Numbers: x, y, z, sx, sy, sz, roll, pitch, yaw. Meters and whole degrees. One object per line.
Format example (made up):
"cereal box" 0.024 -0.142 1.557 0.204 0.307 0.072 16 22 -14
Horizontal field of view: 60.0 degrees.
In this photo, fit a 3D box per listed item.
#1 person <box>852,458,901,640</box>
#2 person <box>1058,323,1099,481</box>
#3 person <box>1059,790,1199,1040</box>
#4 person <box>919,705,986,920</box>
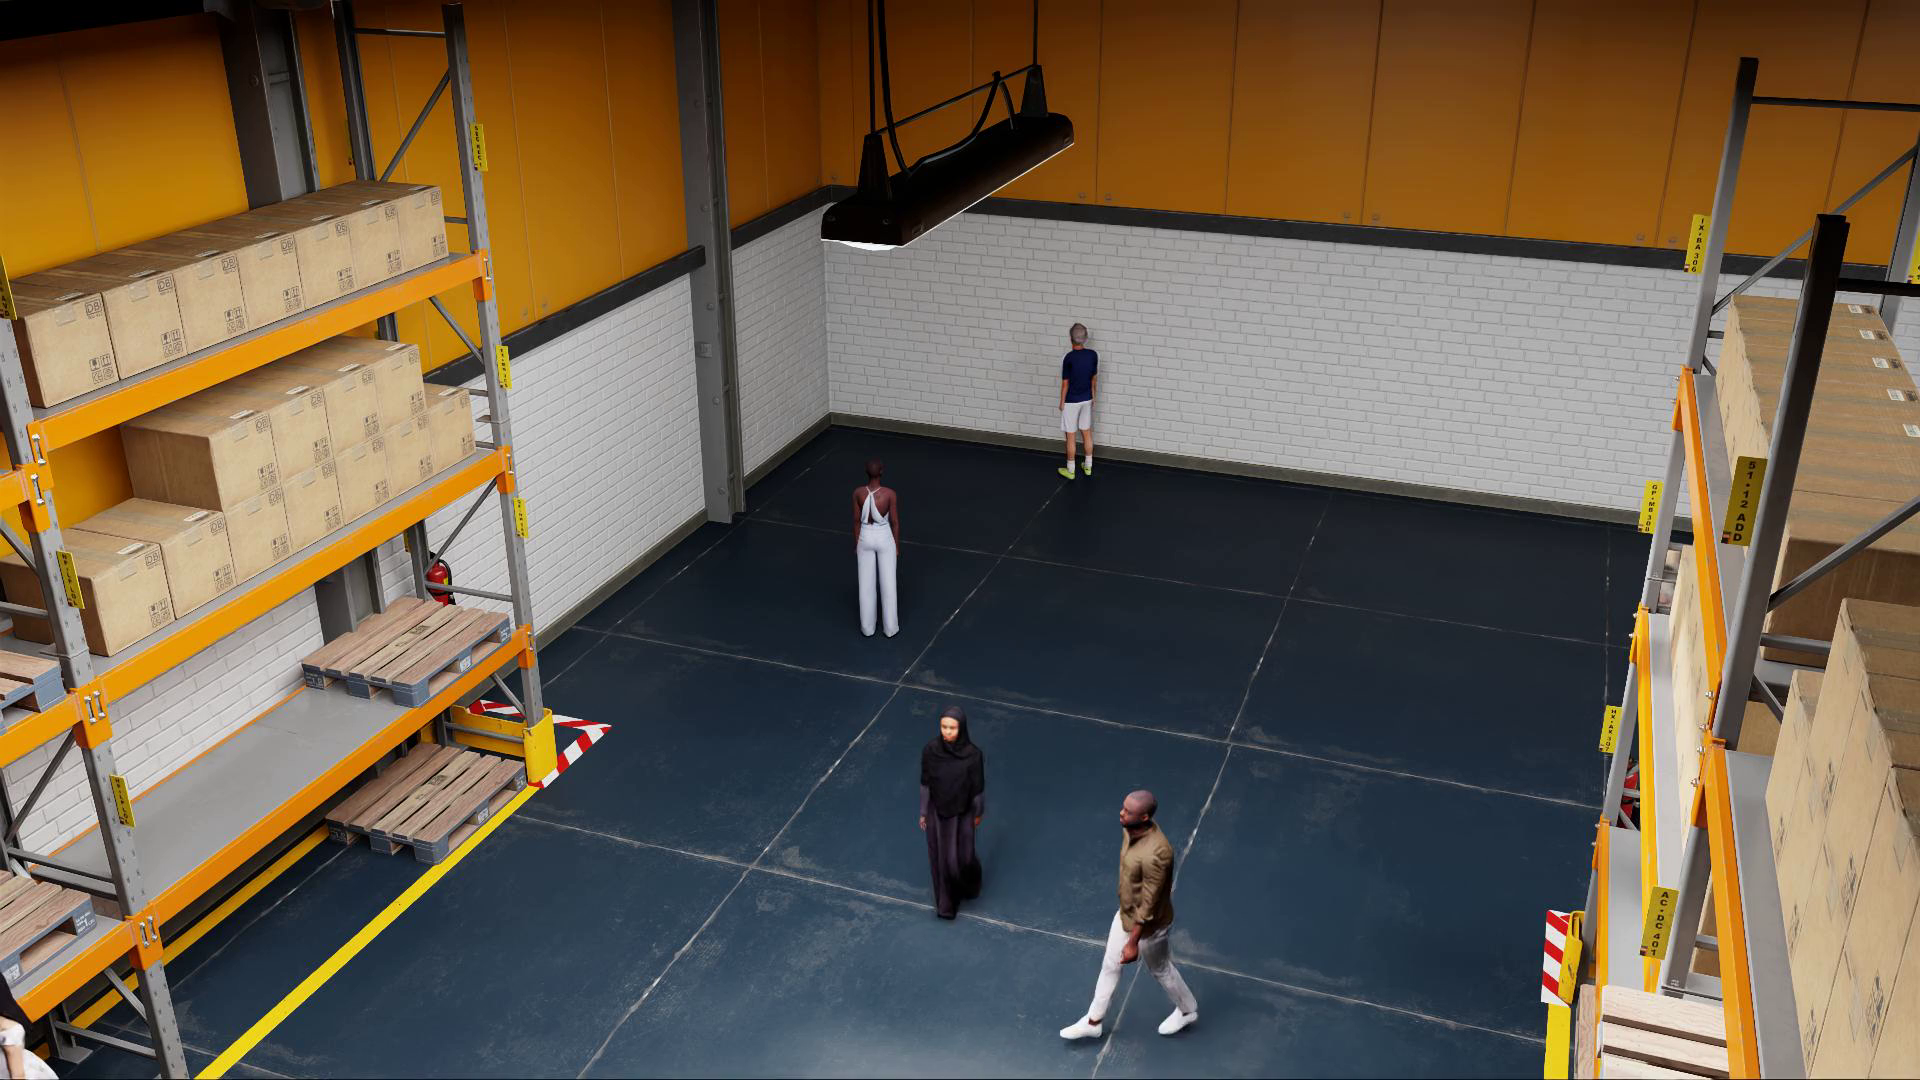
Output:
"person" -0.782 0.076 15.521 0.622 1.783 0.557 2 24 6
"person" 1.365 -1.625 19.344 0.691 1.836 0.767 -12 27 -26
"person" 1.209 2.351 10.303 1.216 1.794 1.208 -7 25 -16
"person" -0.043 1.861 11.658 0.622 1.606 0.775 6 24 13
